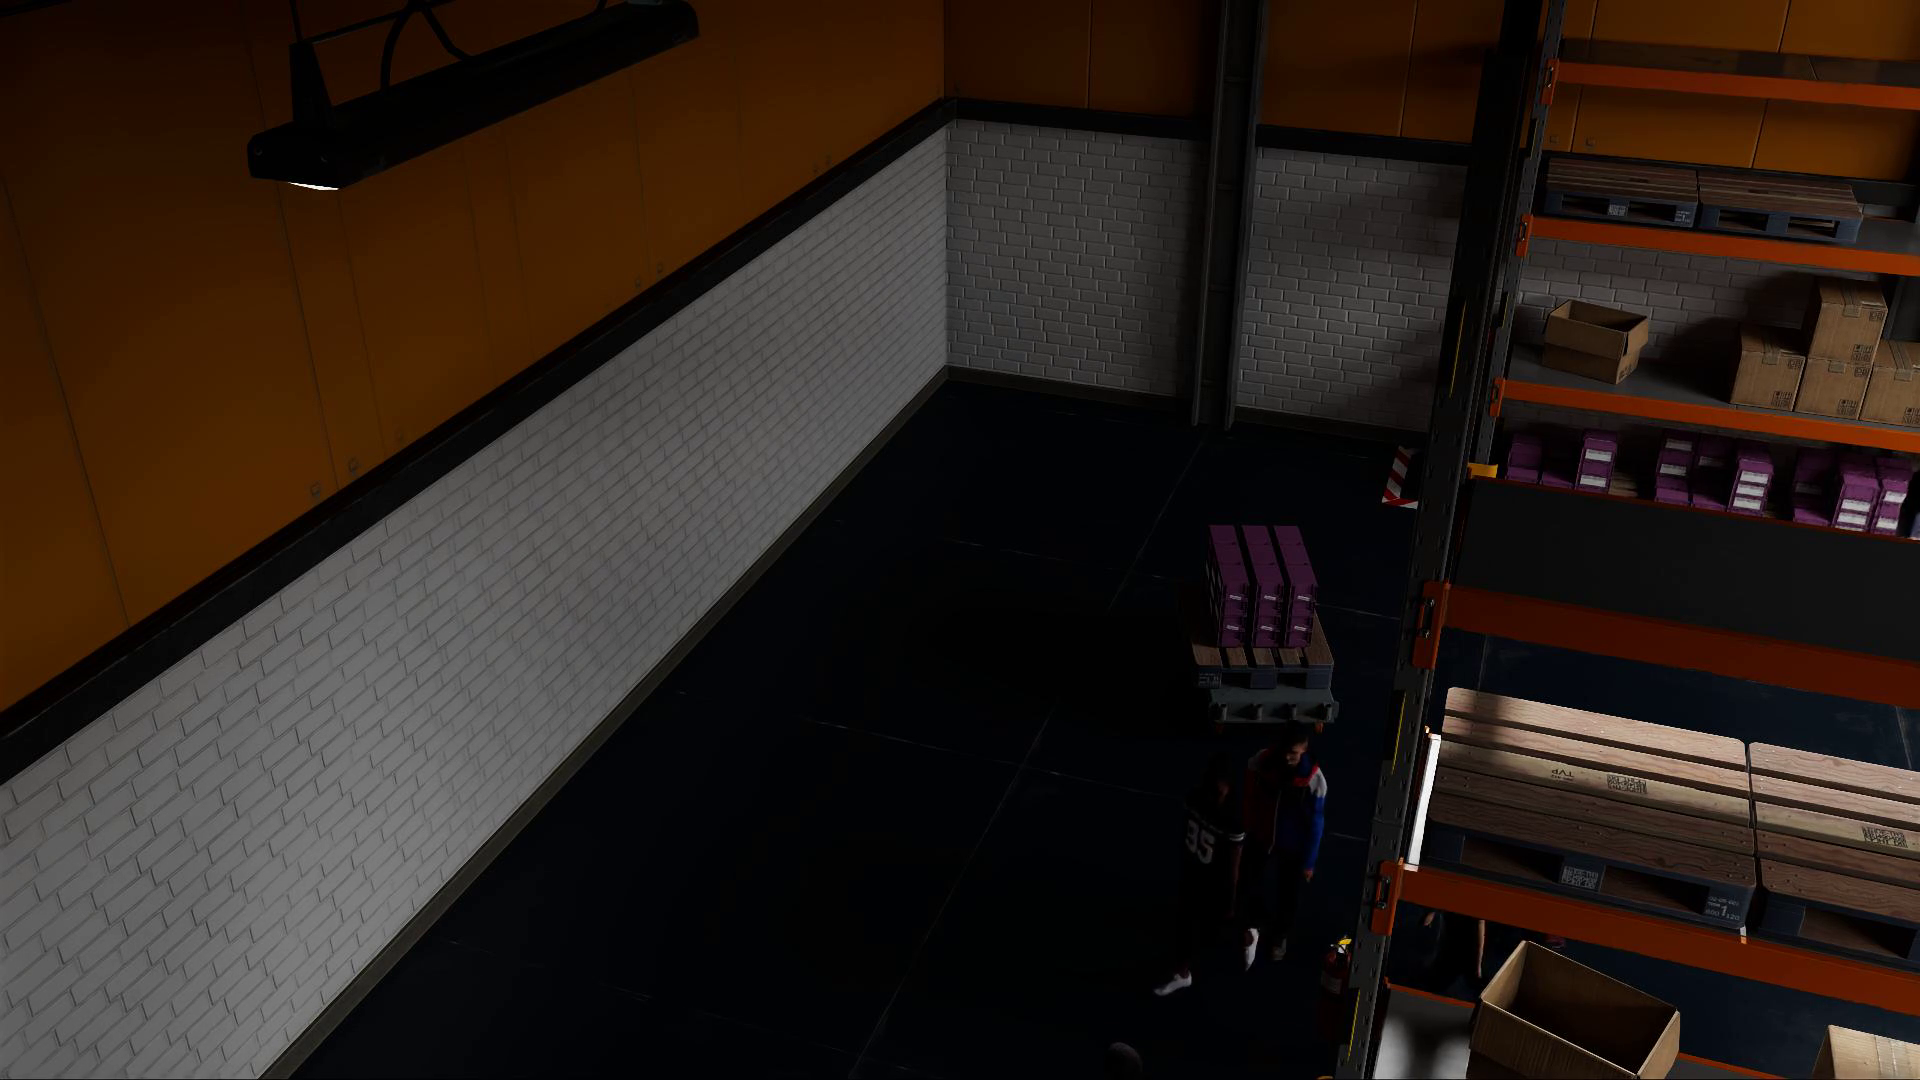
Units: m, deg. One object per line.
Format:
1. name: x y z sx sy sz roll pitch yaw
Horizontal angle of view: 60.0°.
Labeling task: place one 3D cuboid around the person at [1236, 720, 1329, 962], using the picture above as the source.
1. person: 1.933 1.733 9.924 0.588 1.743 0.760 13 31 23

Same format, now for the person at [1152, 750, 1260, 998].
1. person: 1.495 1.945 9.551 0.961 1.729 0.952 -17 33 -29
